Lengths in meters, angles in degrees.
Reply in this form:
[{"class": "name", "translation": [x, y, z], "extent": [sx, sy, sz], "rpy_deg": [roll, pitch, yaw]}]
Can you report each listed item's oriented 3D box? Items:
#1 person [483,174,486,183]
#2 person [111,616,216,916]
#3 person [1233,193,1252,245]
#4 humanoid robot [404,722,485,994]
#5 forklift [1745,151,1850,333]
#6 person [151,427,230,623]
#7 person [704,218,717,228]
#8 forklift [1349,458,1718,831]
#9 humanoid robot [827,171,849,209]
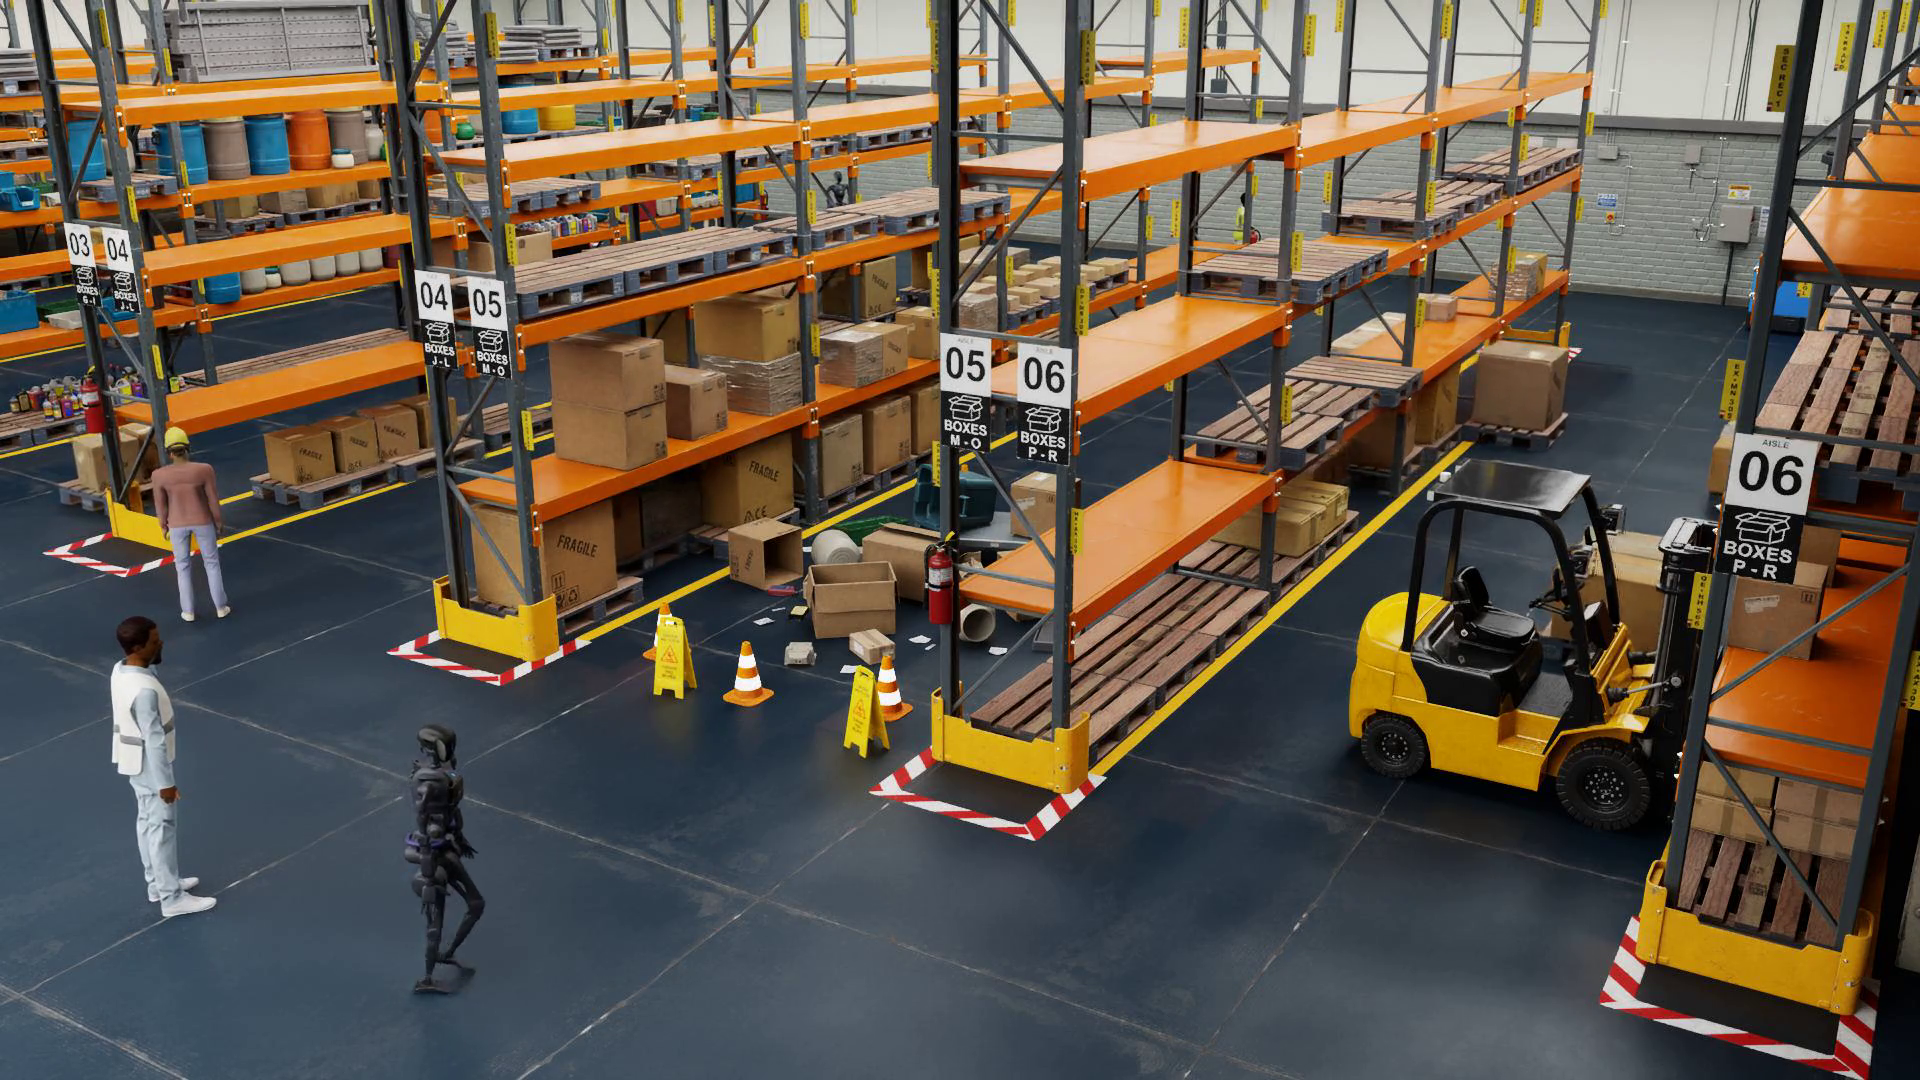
[{"class": "person", "translation": [-10.413, -7.737, 36.640], "extent": [0.329, 1.800, 0.536], "rpy_deg": [12, 22, 30]}, {"class": "person", "translation": [-4.928, 1.370, 10.133], "extent": [0.397, 1.919, 0.589], "rpy_deg": [-14, 24, -35]}, {"class": "person", "translation": [5.166, -5.511, 30.377], "extent": [0.323, 1.686, 0.539], "rpy_deg": [-2, 19, -5]}, {"class": "humanoid robot", "translation": [-2.933, 1.775, 9.326], "extent": [0.401, 1.644, 0.610], "rpy_deg": [0, 19, 1]}, {"class": "forklift", "translation": [13.620, -4.667, 26.137], "extent": [1.873, 2.768, 1.129], "rpy_deg": [11, 22, 29]}, {"class": "person", "translation": [-6.821, -0.139, 14.744], "extent": [0.522, 1.761, 0.340], "rpy_deg": [-7, 20, -20]}, {"class": "person", "translation": [-5.235, -7.064, 34.869], "extent": [0.489, 1.688, 0.349], "rpy_deg": [-6, 20, -17]}, {"class": "forklift", "translation": [3.988, 0.658, 11.776], "extent": [2.313, 2.155, 1.214], "rpy_deg": [11, 22, 29]}, {"class": "humanoid robot", "translation": [-2.386, -6.588, 33.516], "extent": [0.583, 1.647, 0.560], "rpy_deg": [-10, 21, -26]}]
